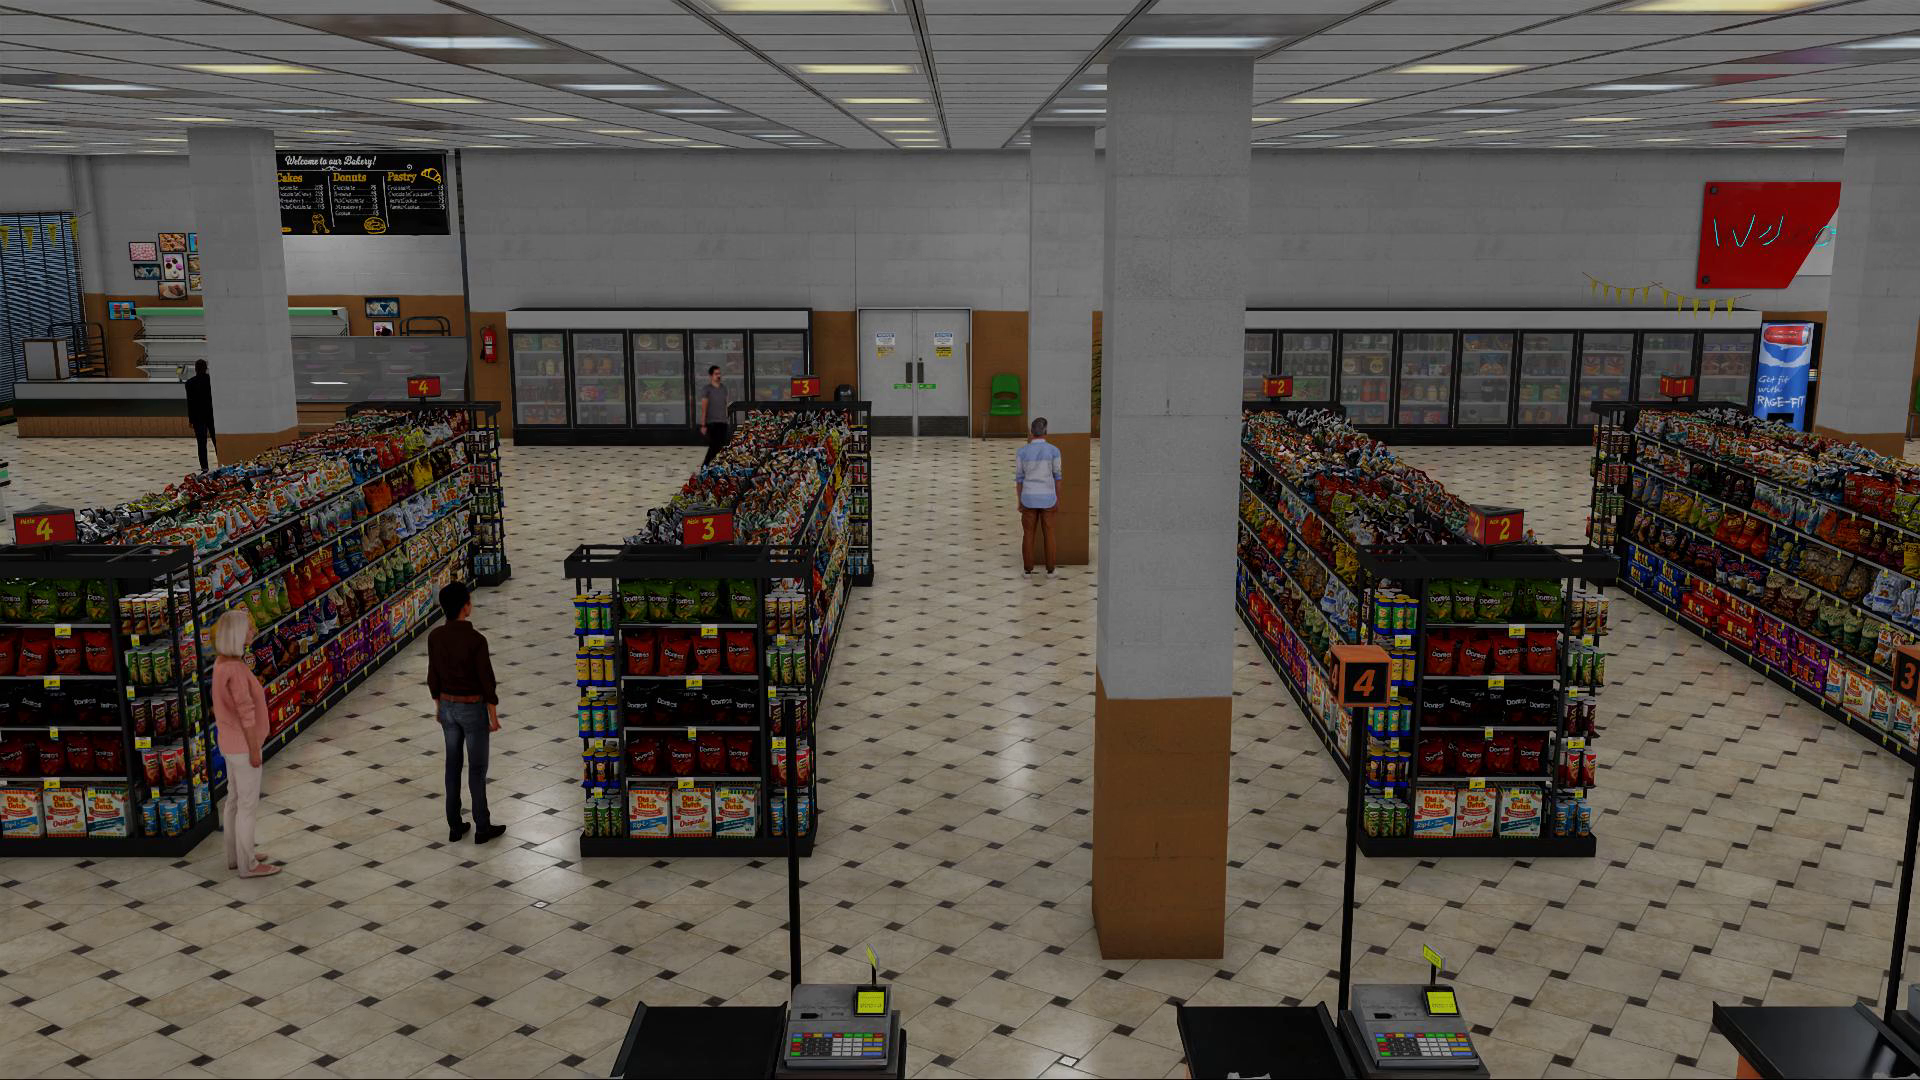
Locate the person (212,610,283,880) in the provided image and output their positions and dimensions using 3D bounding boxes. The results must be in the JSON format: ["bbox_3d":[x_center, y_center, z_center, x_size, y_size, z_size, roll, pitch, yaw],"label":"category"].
[{"bbox_3d":[-4.591,1.285,10.608,0.740,1.724,0.655,-9,15,-37],"label":"person"}]

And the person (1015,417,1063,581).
[{"bbox_3d":[0.890,-0.469,18.686,0.695,1.828,0.592,1,12,5],"label":"person"}]

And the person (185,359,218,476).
[{"bbox_3d":[-11.416,-1.834,25.196,0.785,1.817,0.830,-10,16,-41],"label":"person"}]

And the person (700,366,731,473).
[{"bbox_3d":[-3.707,-1.726,24.919,1.137,1.719,1.152,9,15,38],"label":"person"}]

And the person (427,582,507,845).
[{"bbox_3d":[-3.319,1.150,11.111,0.700,1.782,0.635,4,12,17],"label":"person"}]
